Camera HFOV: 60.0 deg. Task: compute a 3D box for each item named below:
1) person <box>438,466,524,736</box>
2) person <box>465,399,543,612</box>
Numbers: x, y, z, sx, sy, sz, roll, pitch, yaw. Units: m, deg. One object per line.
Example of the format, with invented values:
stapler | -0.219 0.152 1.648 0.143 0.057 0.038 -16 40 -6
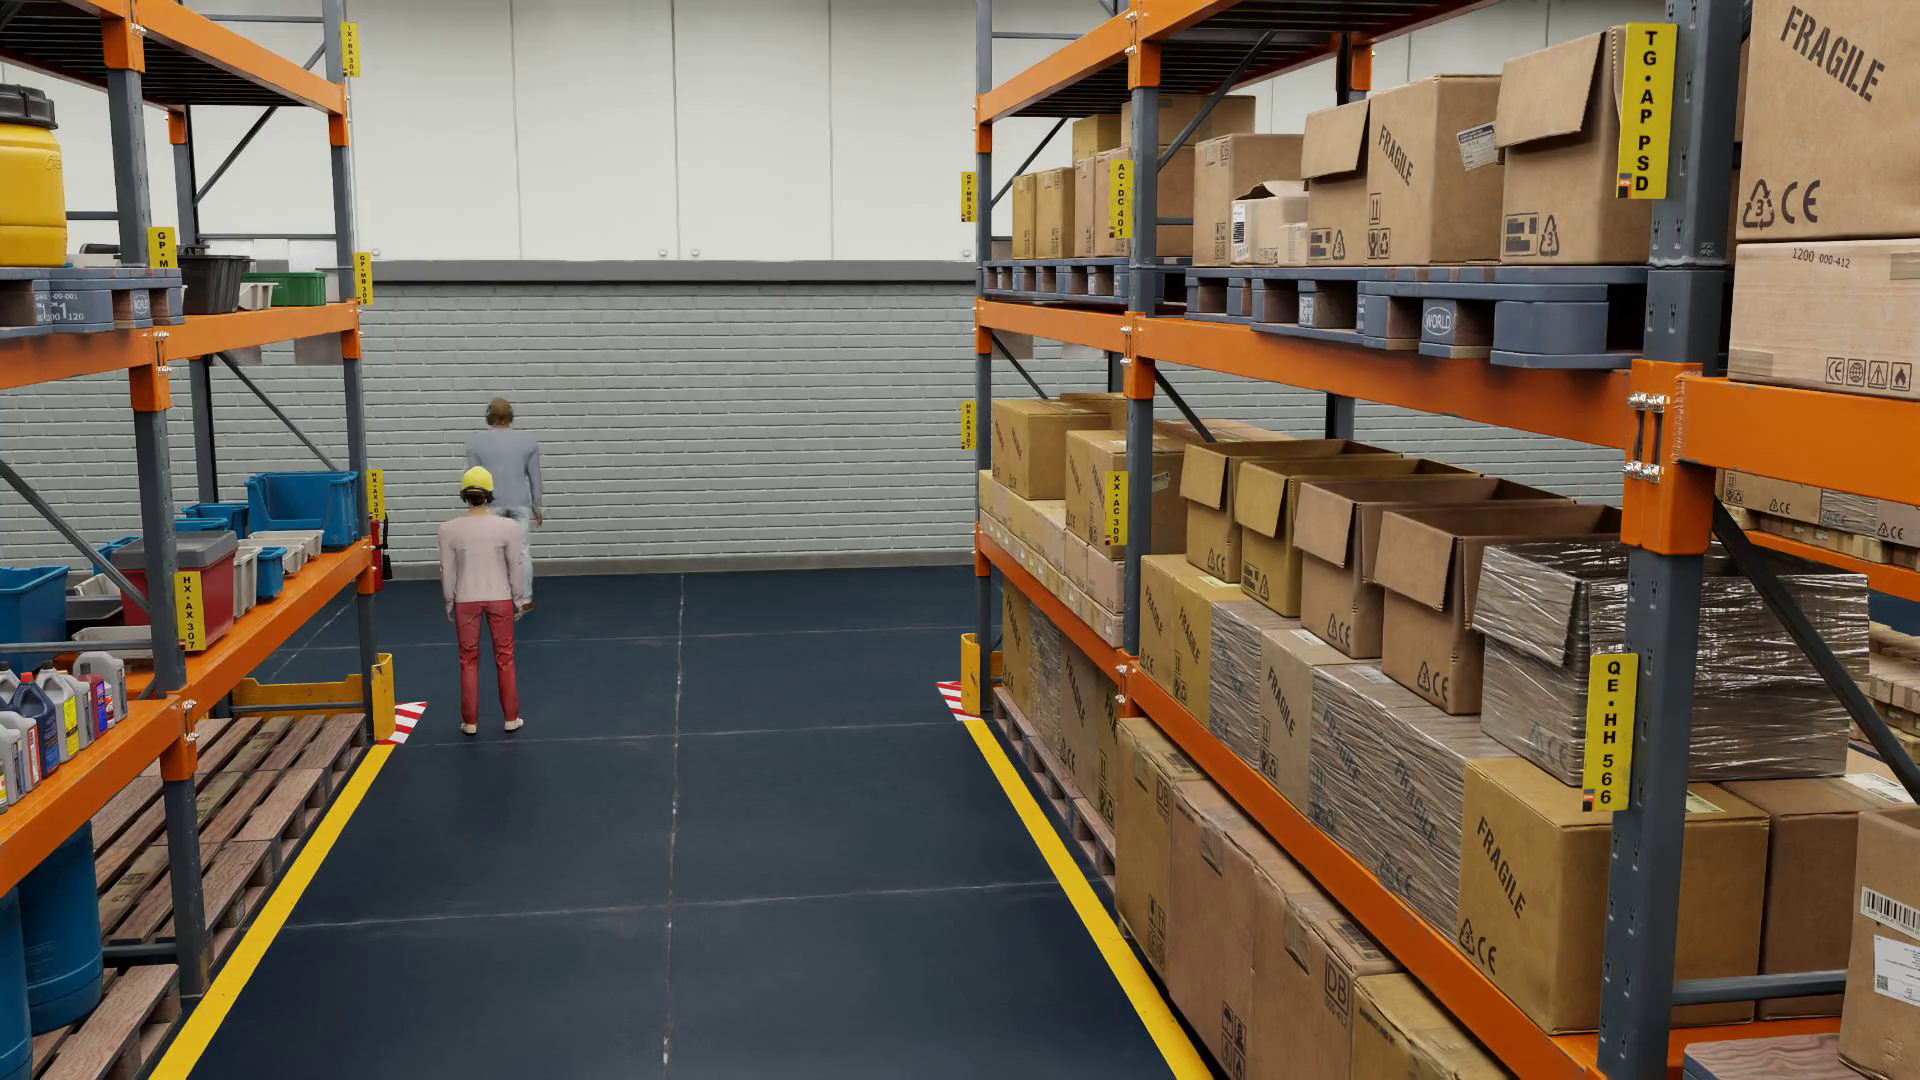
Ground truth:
person | -3.116 0.401 10.869 0.523 1.769 0.309 -2 10 -15
person | -3.989 -0.270 14.620 0.657 1.934 0.578 -4 10 -24
